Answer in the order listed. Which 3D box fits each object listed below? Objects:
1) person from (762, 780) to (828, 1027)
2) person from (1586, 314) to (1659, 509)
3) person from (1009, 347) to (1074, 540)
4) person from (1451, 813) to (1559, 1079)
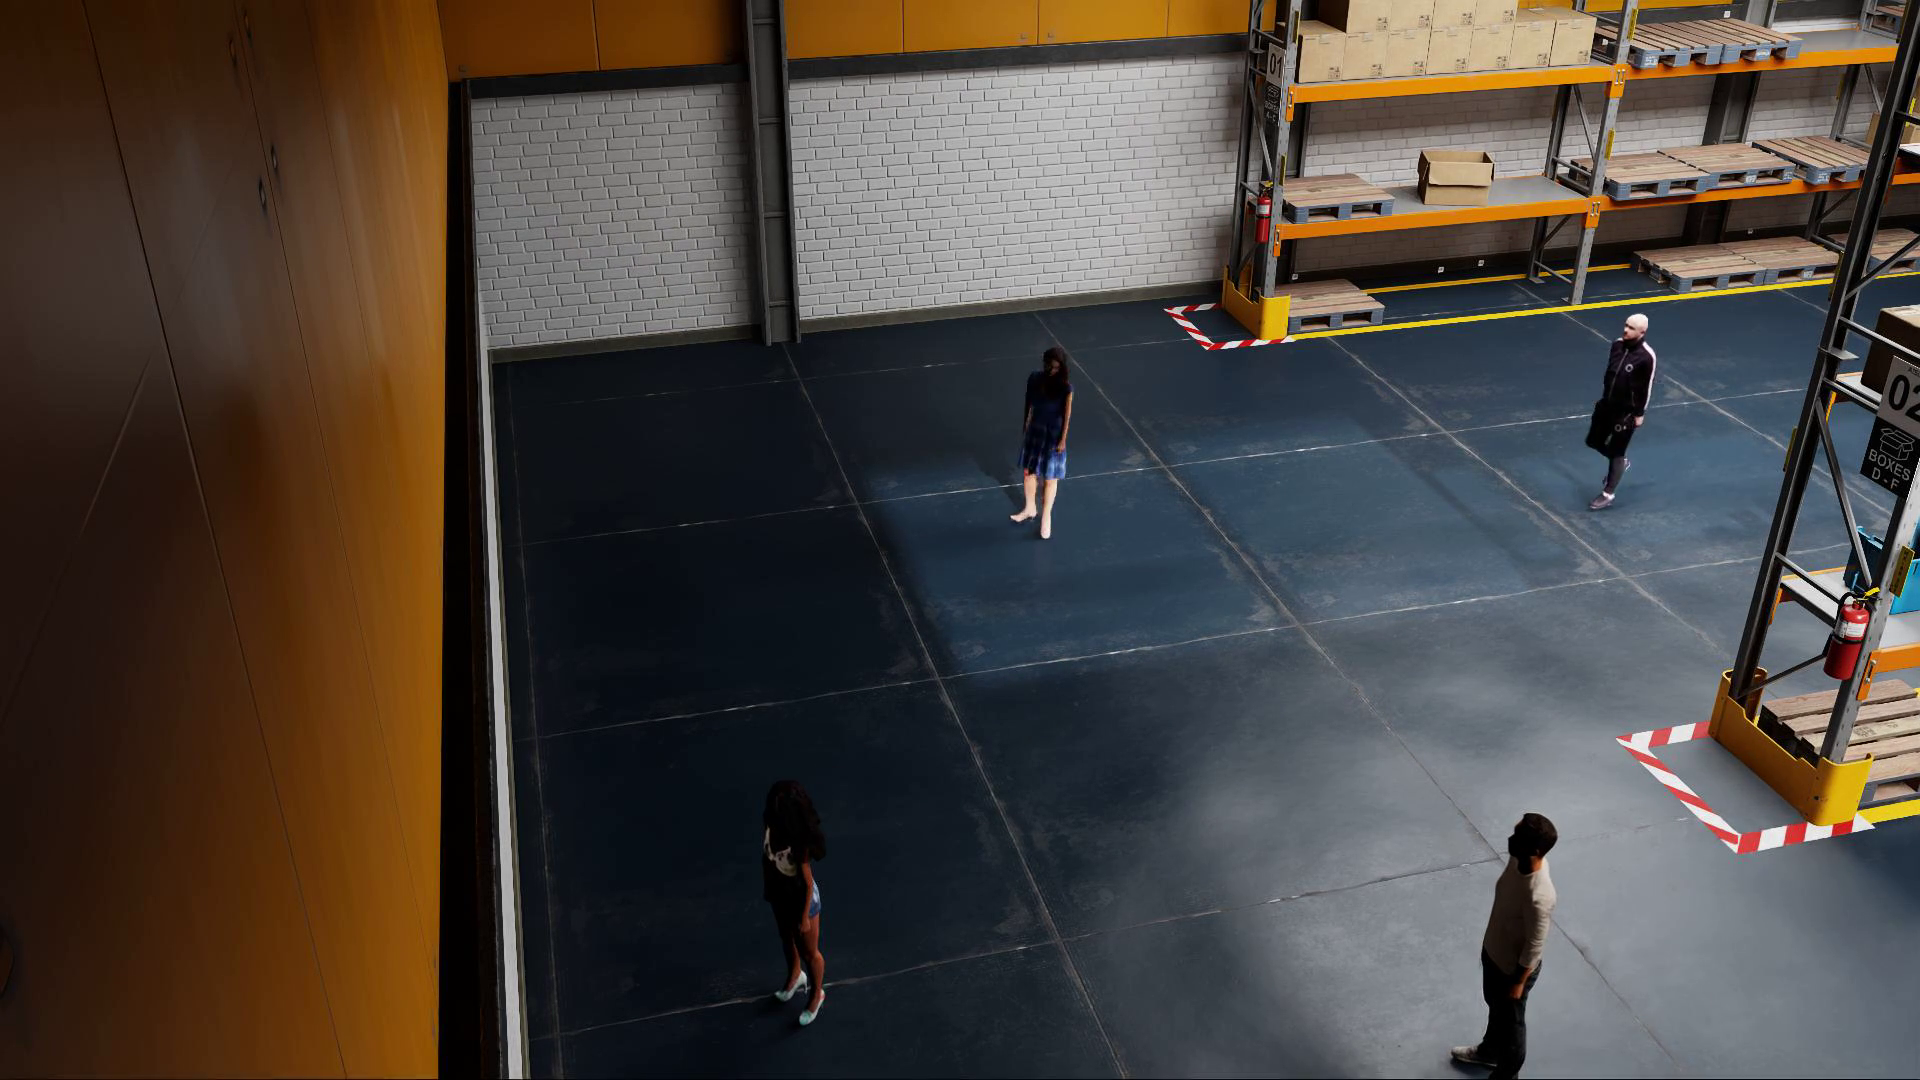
[{"bbox_3d":[-0.919,2.006,9.241,0.672,1.623,0.650,-20,35,-32],"label":"person"},{"bbox_3d":[5.972,-1.164,14.845,0.882,1.822,0.757,-13,31,-23],"label":"person"},{"bbox_3d":[0.702,-0.834,14.278,0.825,1.786,0.852,-20,35,-32],"label":"person"},{"bbox_3d":[2.913,2.177,8.732,0.665,1.811,0.715,2,29,3],"label":"person"}]
